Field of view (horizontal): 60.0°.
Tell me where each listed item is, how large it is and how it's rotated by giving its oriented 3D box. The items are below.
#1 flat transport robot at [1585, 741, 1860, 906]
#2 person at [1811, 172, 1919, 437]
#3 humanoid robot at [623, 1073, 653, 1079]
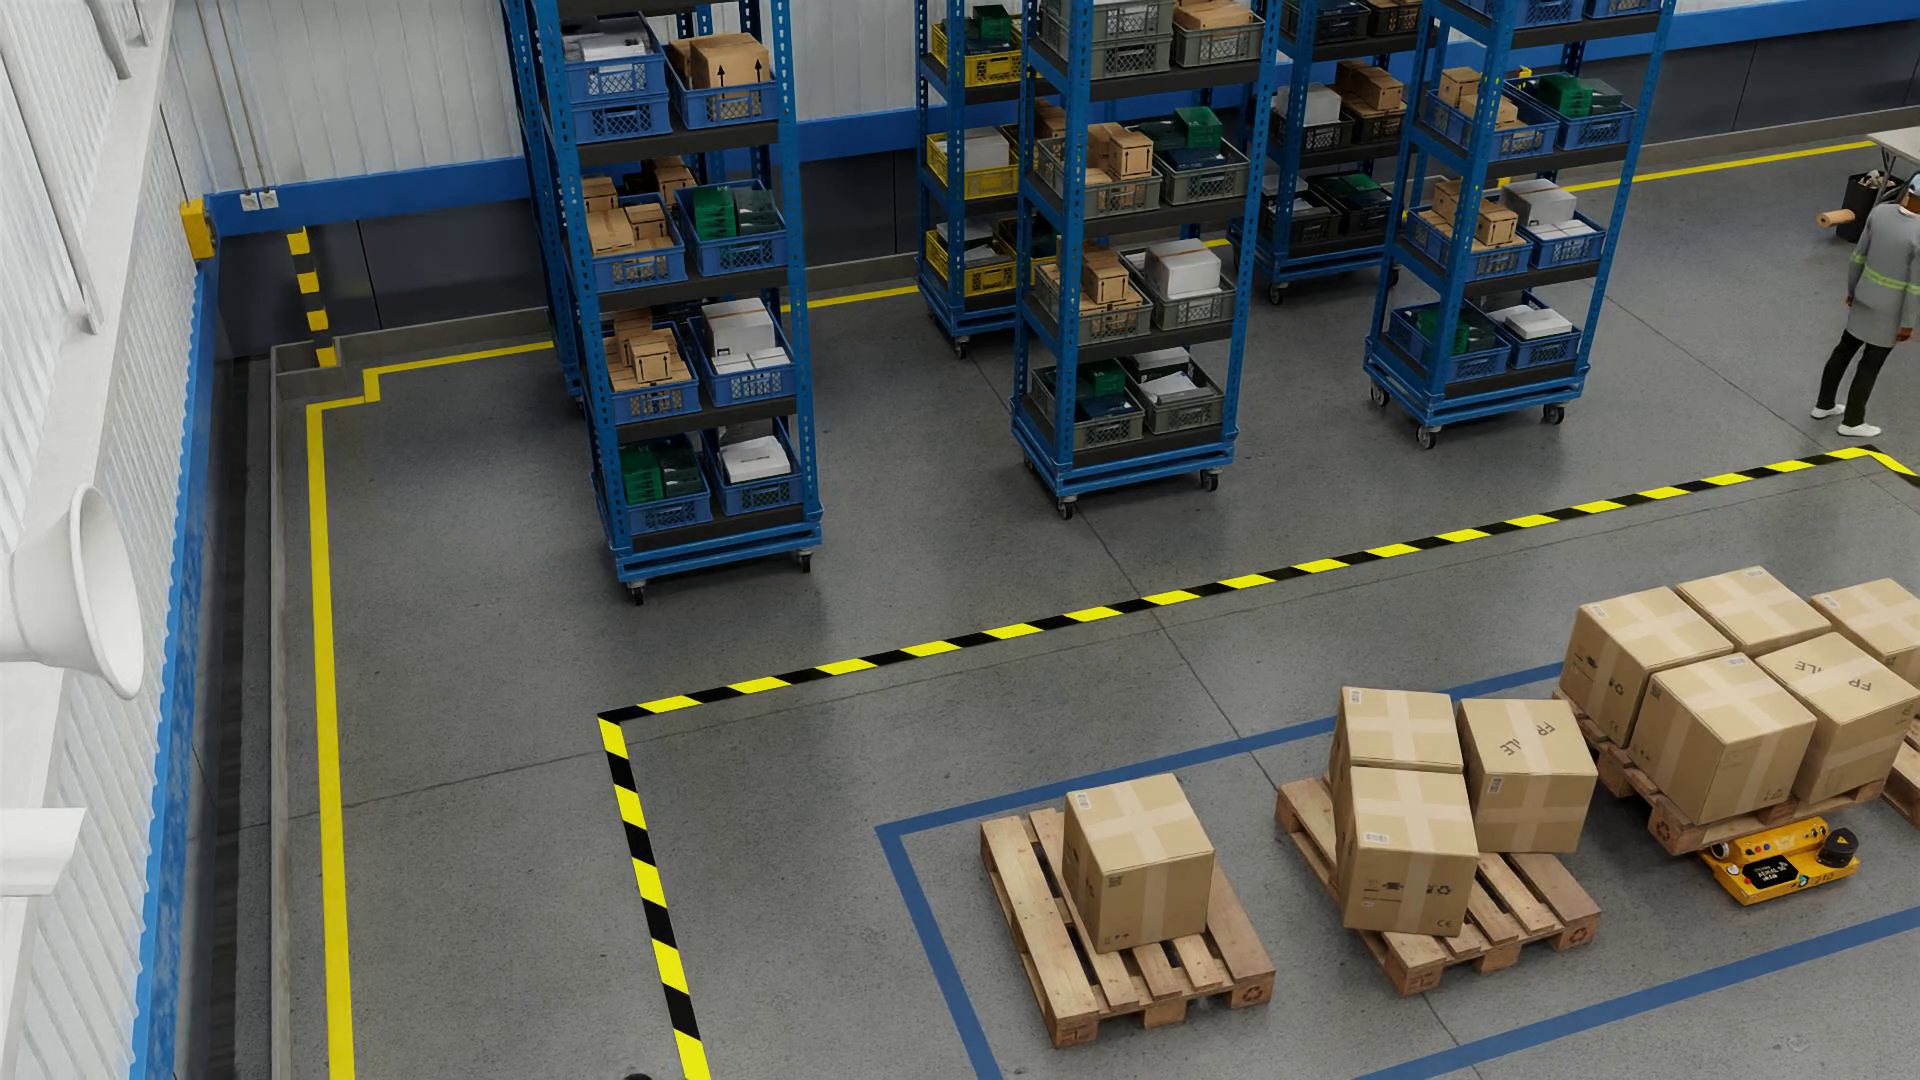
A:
[{"bbox_3d":[3.738,1.188,8.347,0.652,0.197,1.431,-11,37,-15],"label":"flat transport robot"},{"bbox_3d":[6.054,-1.555,10.887,0.401,1.851,0.589,-9,36,-13],"label":"person"},{"bbox_3d":[-1.018,2.322,5.581,0.615,1.622,0.781,-18,39,-23],"label":"humanoid robot"}]
